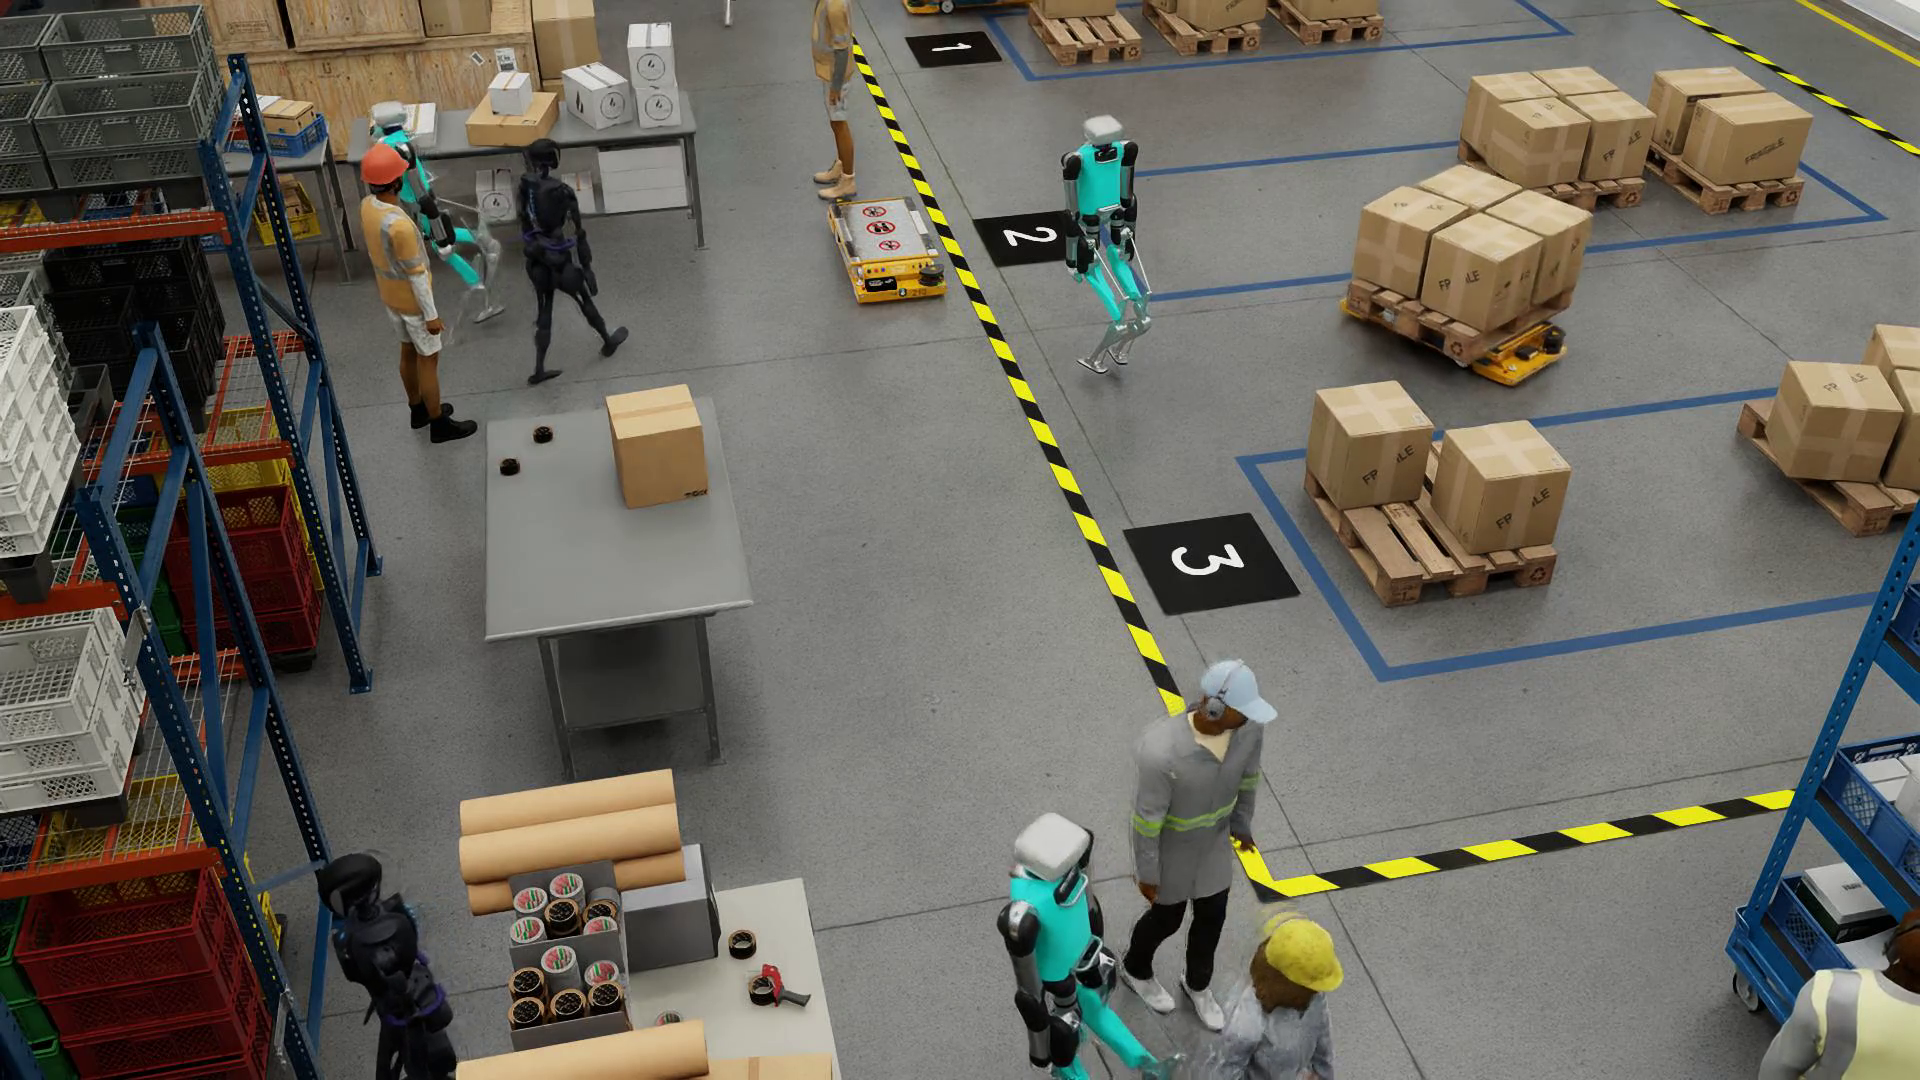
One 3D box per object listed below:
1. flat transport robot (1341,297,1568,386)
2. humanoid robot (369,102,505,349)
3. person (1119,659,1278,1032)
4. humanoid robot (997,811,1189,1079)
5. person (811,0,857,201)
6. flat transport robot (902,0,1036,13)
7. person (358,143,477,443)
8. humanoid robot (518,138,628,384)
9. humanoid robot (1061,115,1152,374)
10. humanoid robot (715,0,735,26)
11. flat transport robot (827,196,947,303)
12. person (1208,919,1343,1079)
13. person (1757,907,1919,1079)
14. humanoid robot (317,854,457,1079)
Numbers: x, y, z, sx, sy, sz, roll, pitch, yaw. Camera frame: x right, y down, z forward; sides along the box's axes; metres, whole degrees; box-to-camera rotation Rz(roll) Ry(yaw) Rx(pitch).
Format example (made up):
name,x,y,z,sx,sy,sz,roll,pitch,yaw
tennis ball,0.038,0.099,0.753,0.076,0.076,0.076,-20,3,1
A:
name,x,y,z,sx,sy,sz,roll,pitch,yaw
flat transport robot,3.440,-1.535,11.593,0.652,0.197,1.431,-27,44,-31
humanoid robot,-3.389,-2.154,11.227,0.893,1.767,0.534,-23,43,-28
person,0.948,1.216,6.616,0.616,1.823,0.468,-17,40,-22
humanoid robot,0.529,1.799,5.999,0.772,1.884,0.549,18,40,23
person,-1.016,-3.669,13.001,0.375,2.040,0.613,-6,37,-8
flat transport robot,0.113,-5.687,17.173,1.431,0.197,0.652,-8,37,-10
person,-3.349,-1.496,10.162,0.343,1.940,0.550,-29,45,-33
humanoid robot,-2.648,-1.864,10.918,0.603,1.625,0.785,22,42,27
humanoid robot,1.000,-1.816,10.649,0.533,1.681,0.735,-18,40,-22
humanoid robot,-2.420,-5.920,16.359,0.530,1.886,0.769,14,39,18
flat transport robot,-0.570,-2.220,12.538,0.659,0.231,1.431,-8,37,-10
person,1.133,1.934,5.751,0.887,1.696,0.492,28,45,32
person,3.024,1.910,5.668,0.633,1.841,0.429,9,38,12
humanoid robot,-2.015,1.756,6.067,0.792,1.634,0.614,-22,42,-27
